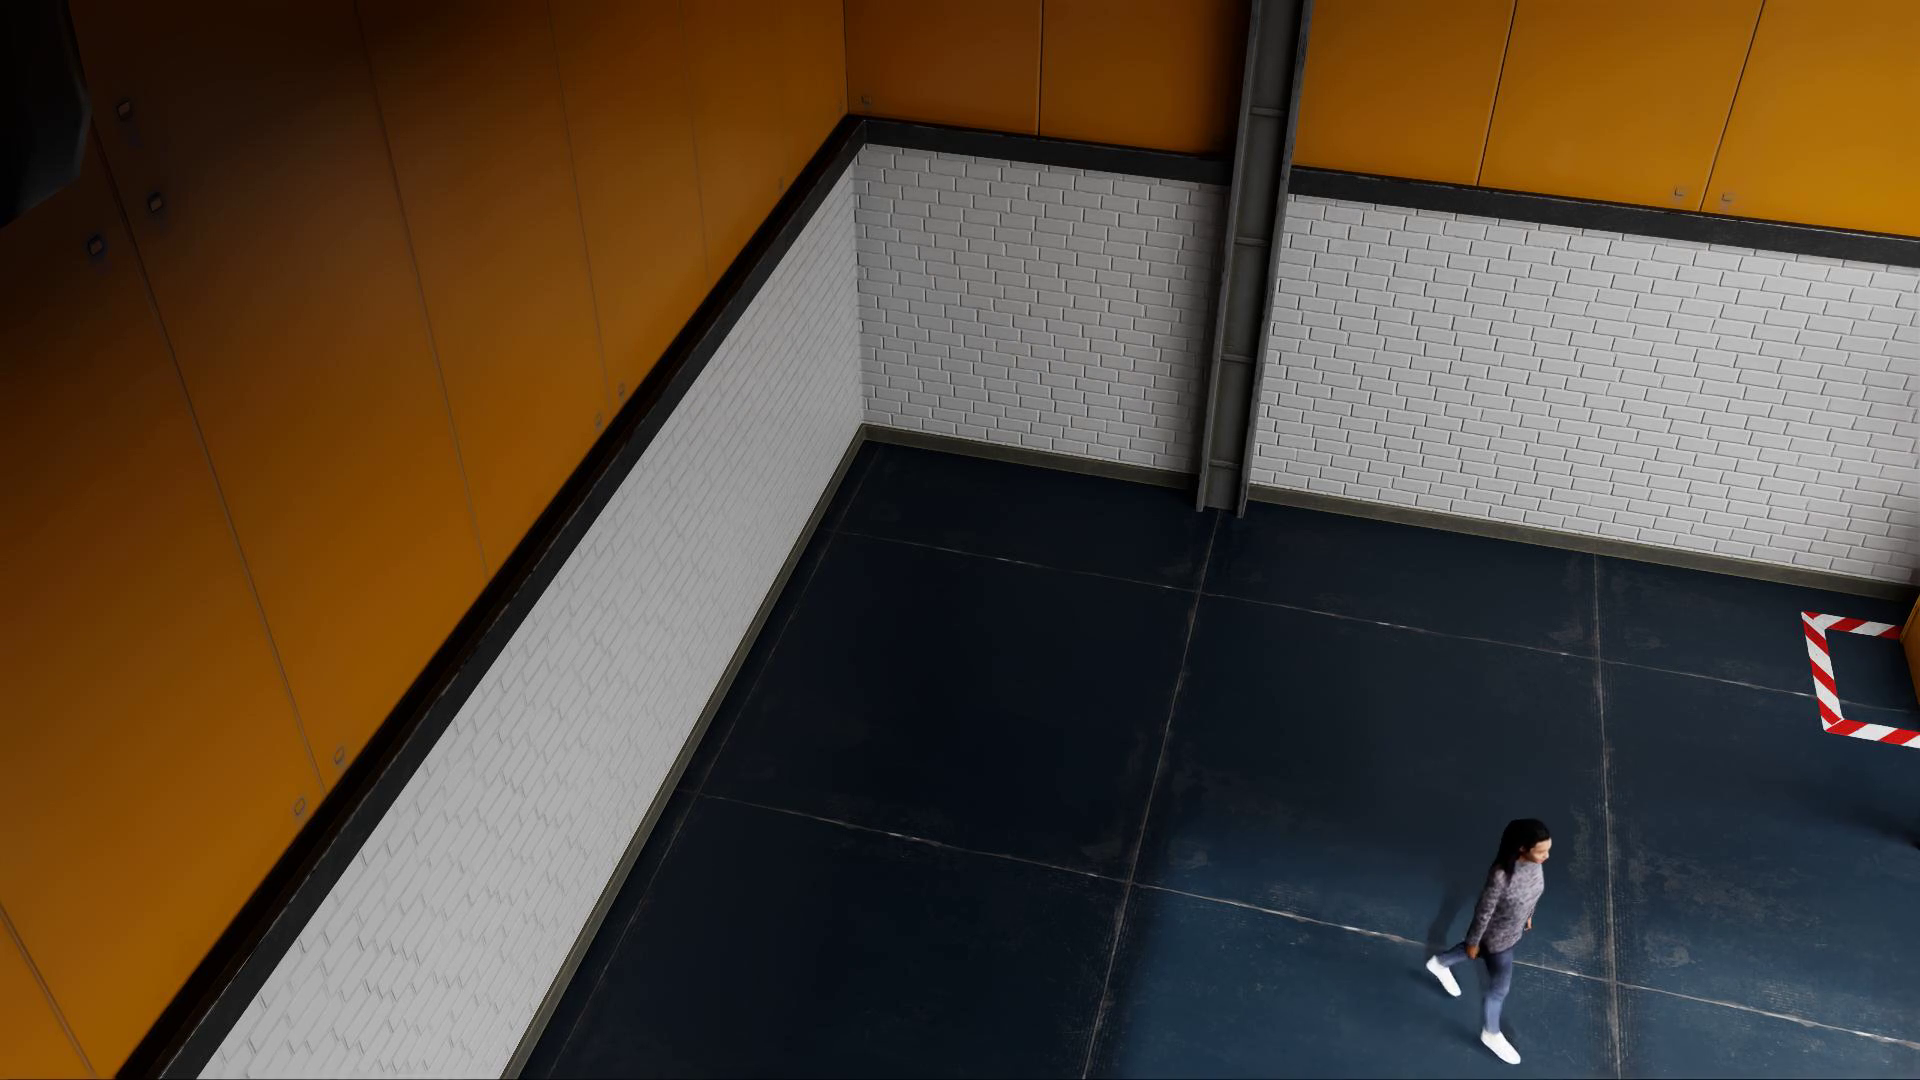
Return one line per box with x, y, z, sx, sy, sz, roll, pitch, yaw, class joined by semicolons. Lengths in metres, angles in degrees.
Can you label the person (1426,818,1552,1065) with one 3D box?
3.018;2.148;9.477;0.970;1.708;1.100;-29;47;-31;person
